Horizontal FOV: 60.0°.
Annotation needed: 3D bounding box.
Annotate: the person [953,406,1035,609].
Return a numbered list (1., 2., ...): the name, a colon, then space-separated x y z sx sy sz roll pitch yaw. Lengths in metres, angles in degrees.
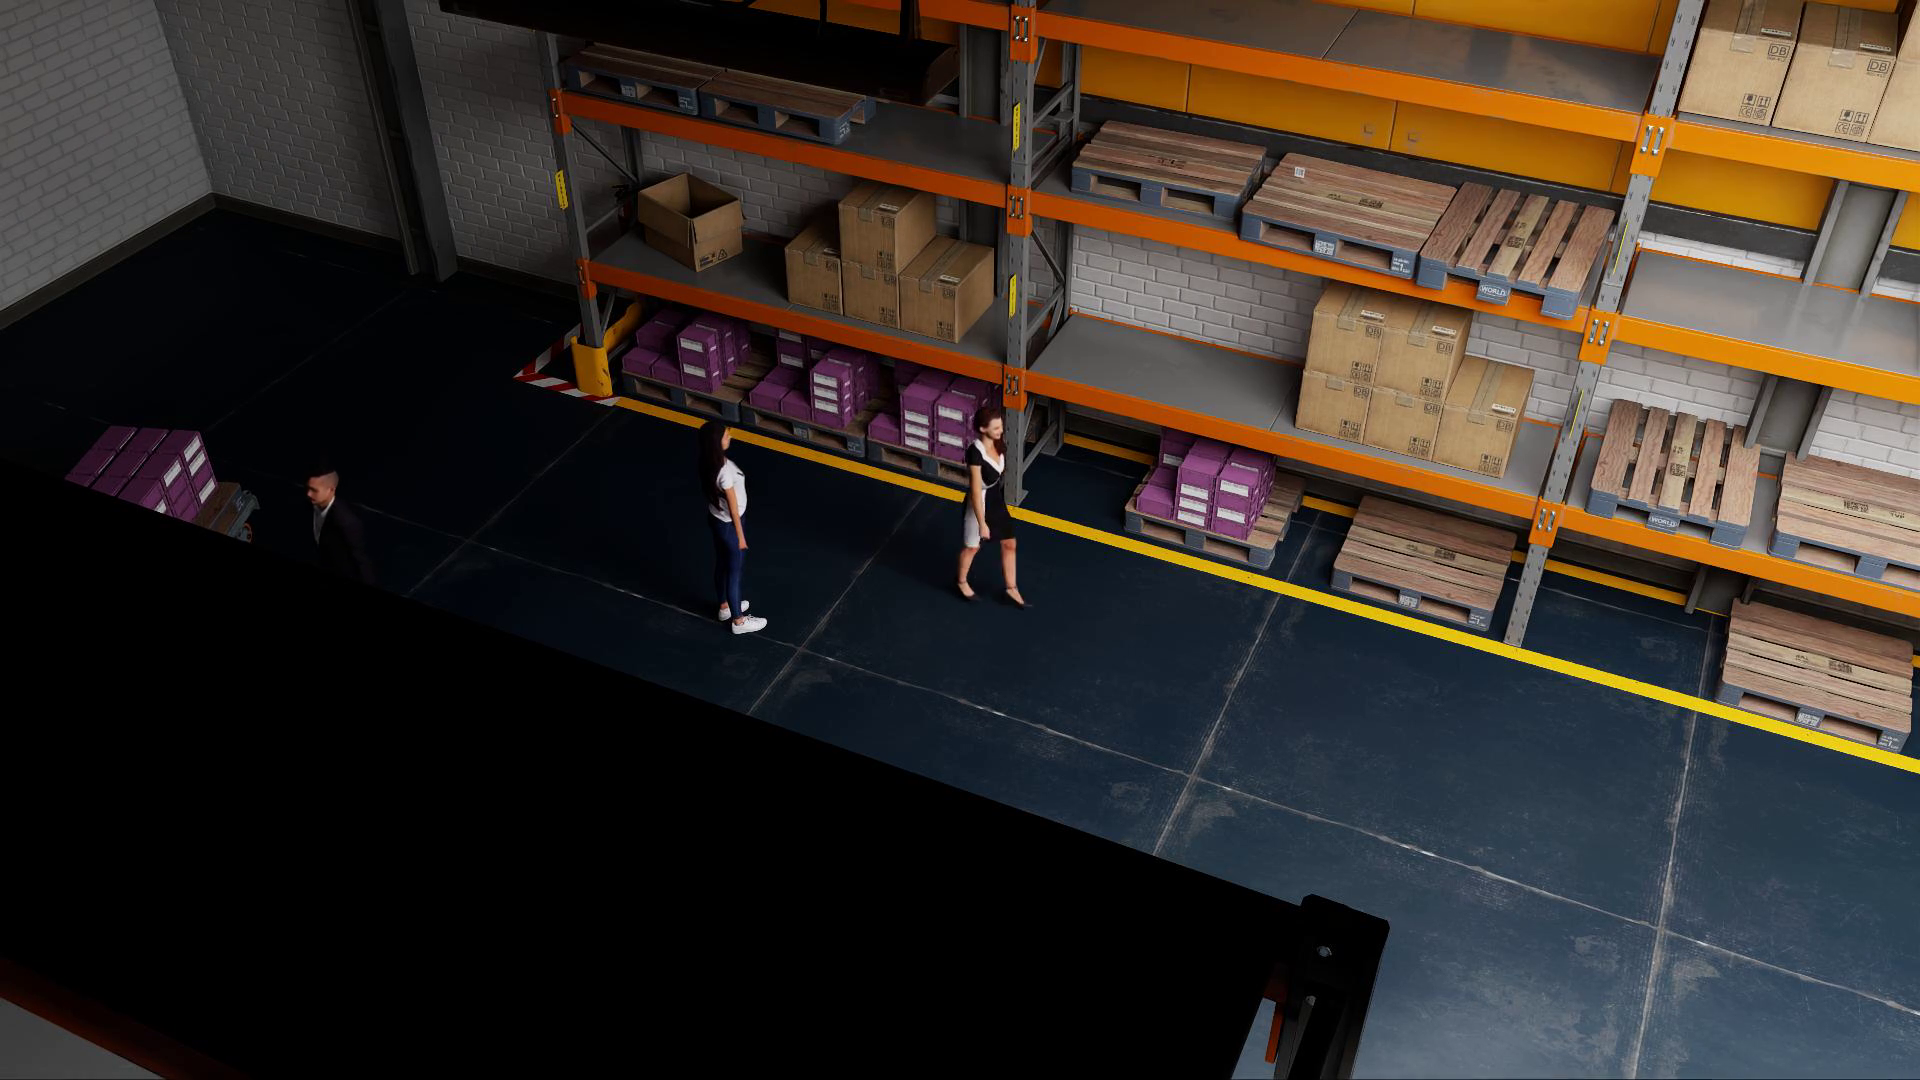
1. person: 0.089 -0.237 11.998 0.854 1.776 0.631 18 42 21

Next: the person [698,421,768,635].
1. person: -1.665 -0.093 11.819 0.726 1.775 0.634 -19 42 -22

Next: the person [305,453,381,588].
1. person: -4.082 0.184 11.343 0.974 1.937 1.030 -30 47 -32
